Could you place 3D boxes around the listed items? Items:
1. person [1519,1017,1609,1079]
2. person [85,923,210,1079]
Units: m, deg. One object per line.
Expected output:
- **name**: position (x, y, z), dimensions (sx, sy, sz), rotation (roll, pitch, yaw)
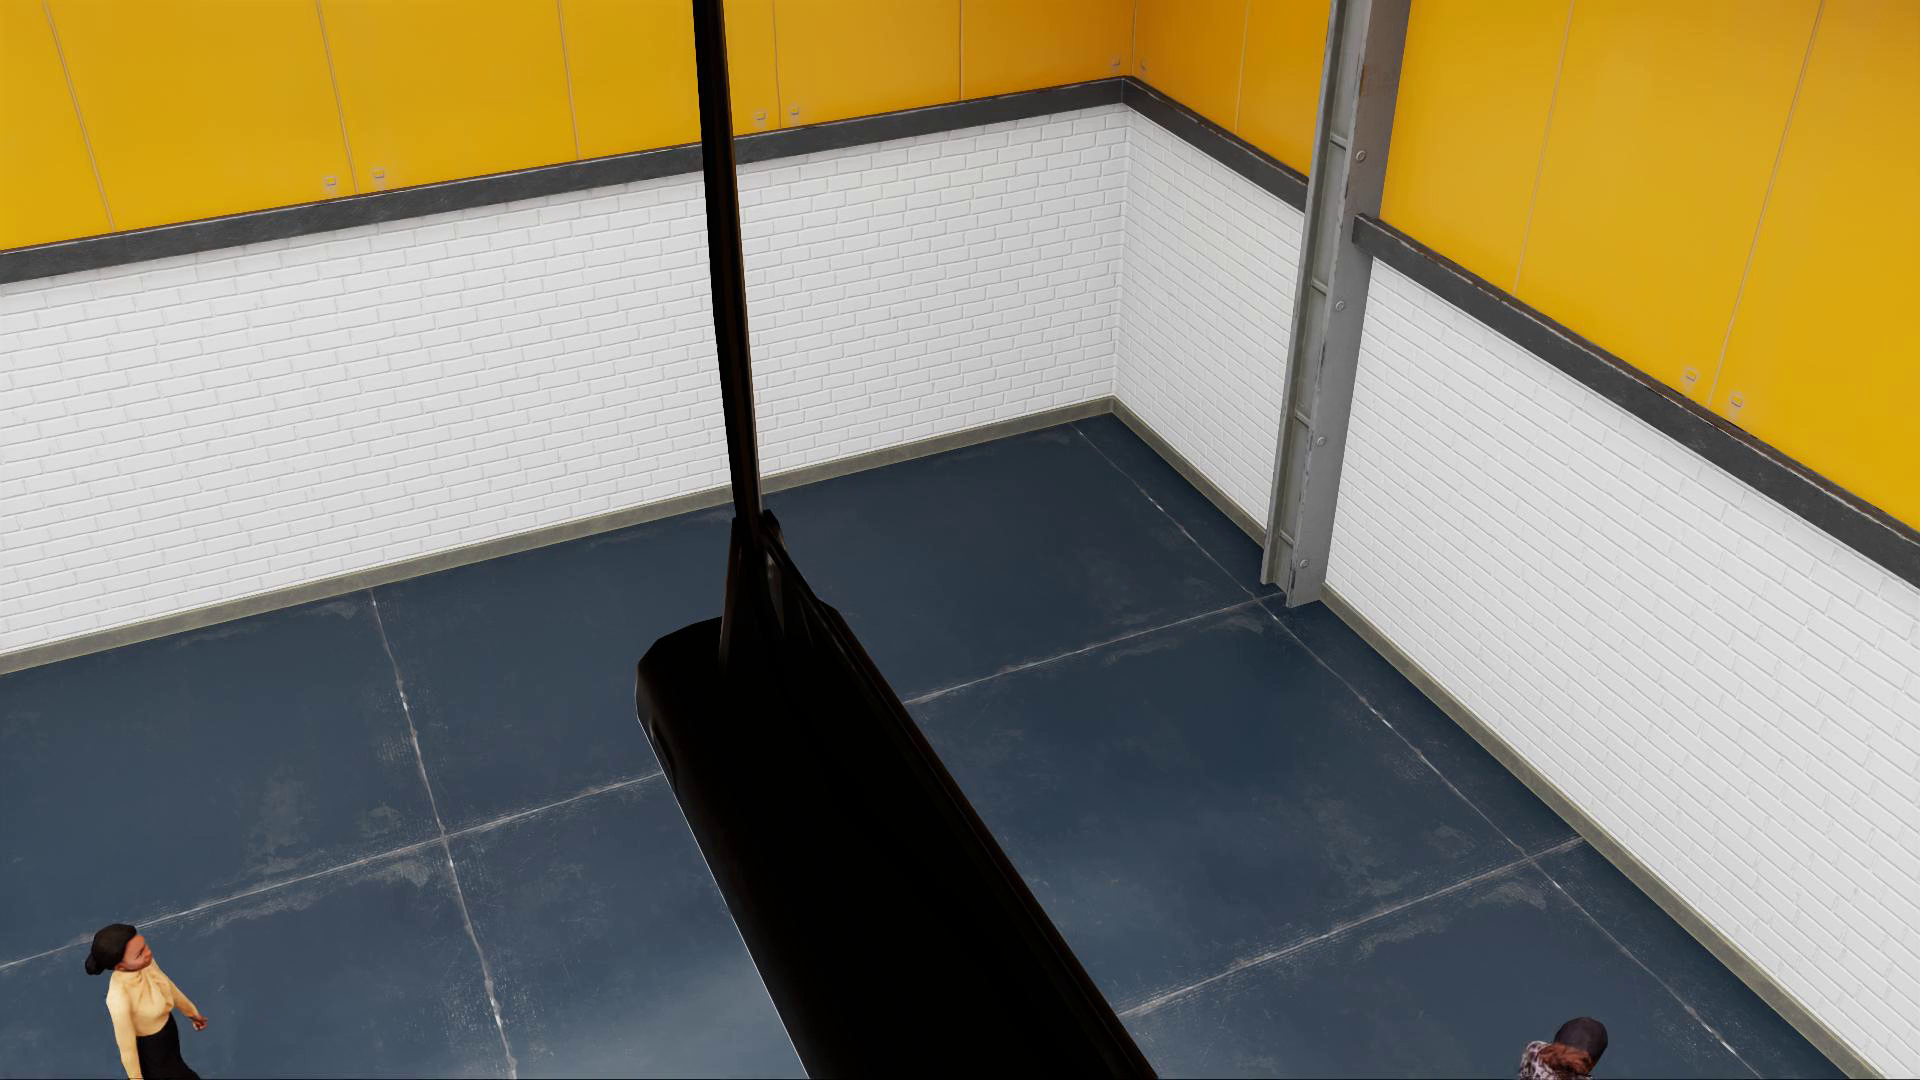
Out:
- **person**: position (2.544, 2.762, 7.446), dimensions (0.830, 1.694, 1.049), rotation (-25, 41, -32)
- **person**: position (-3.912, 2.469, 7.963), dimensions (0.828, 1.611, 1.009), rotation (-6, 34, -8)
